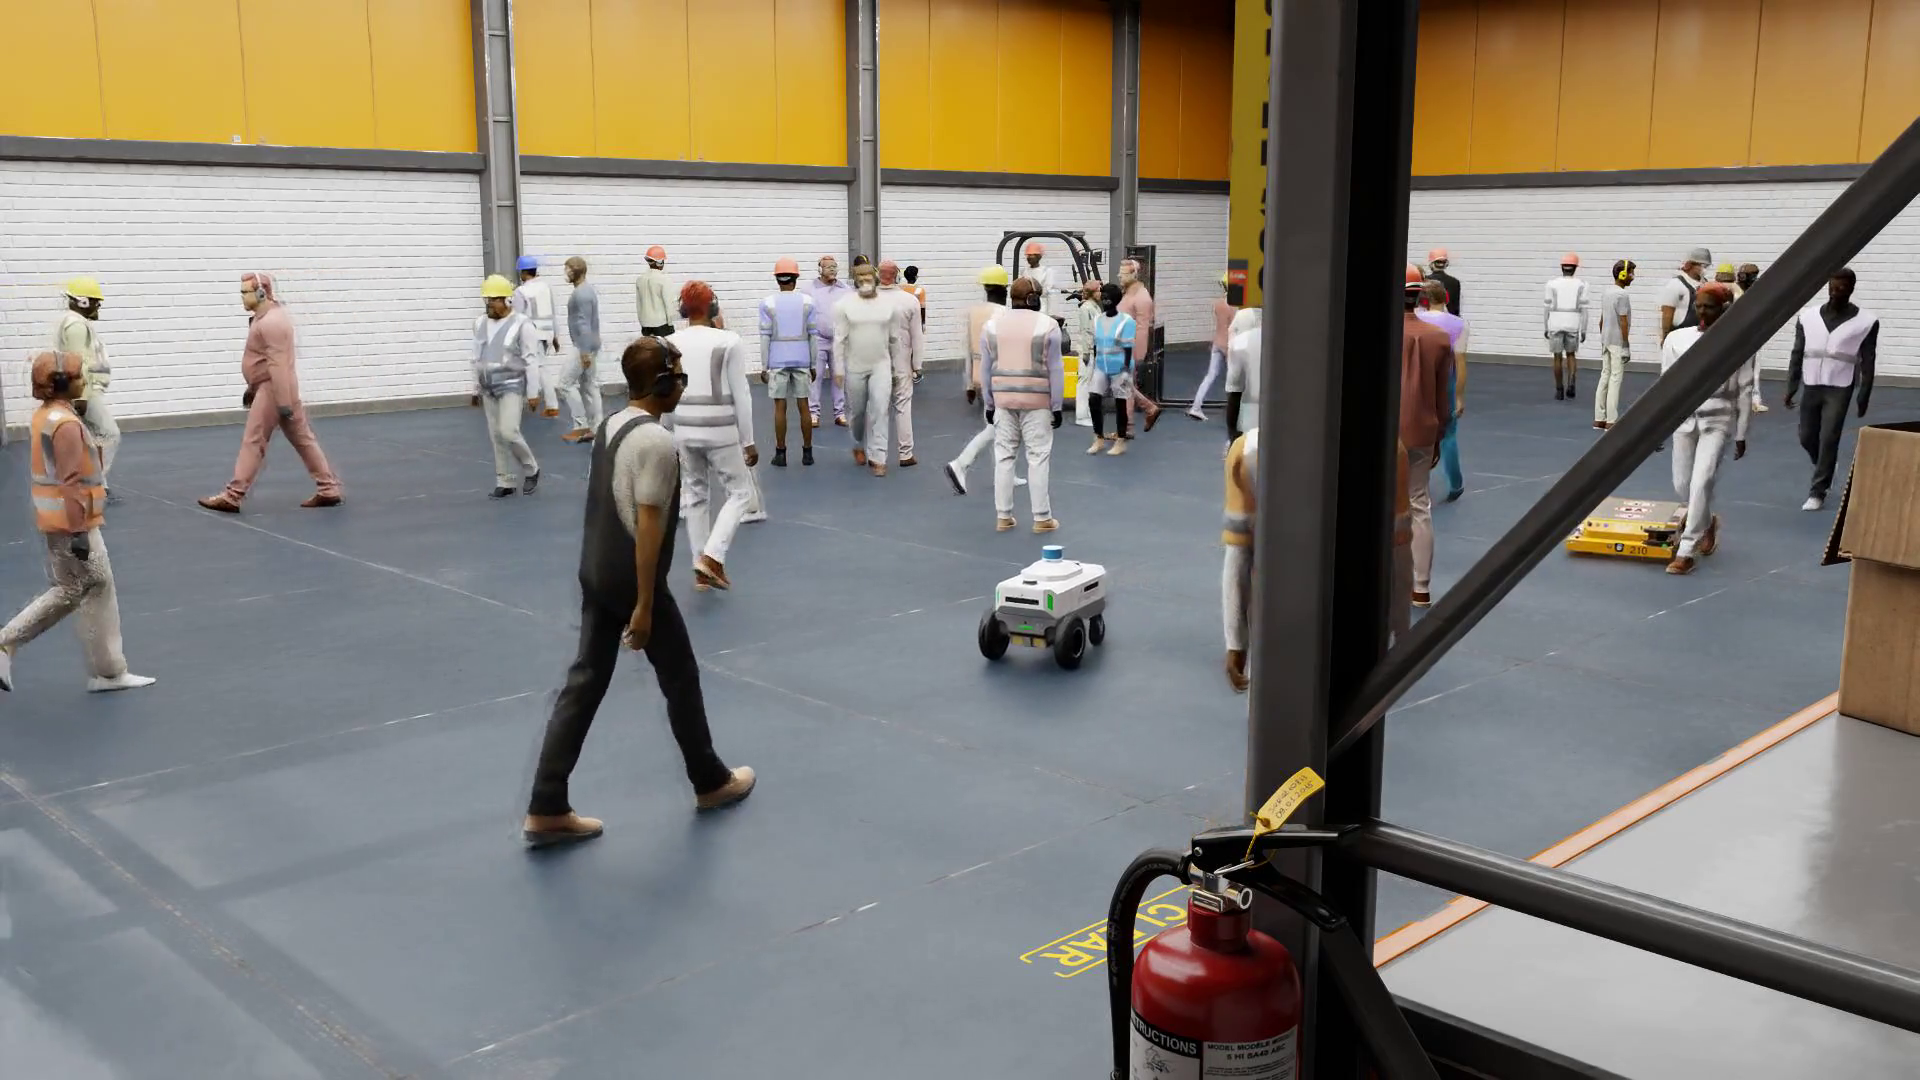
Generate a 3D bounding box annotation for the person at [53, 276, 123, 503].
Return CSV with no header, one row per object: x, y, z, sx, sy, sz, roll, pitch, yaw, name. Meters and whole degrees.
-6.901,-1.179,13.199,0.516,1.808,0.608,-7,12,-32,person

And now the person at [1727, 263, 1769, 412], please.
9.522,-2.490,20.405,0.627,1.805,0.941,-3,11,-16,person

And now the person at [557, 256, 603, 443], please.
-3.933,-1.933,17.016,0.590,1.918,0.652,-2,11,-10,person

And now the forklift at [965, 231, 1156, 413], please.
1.222,-2.721,20.561,2.313,2.155,1.214,2,11,13,forklift

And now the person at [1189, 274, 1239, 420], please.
3.062,-2.221,19.161,0.912,1.730,0.527,-5,11,-25,person

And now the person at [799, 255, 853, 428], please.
-1.471,-2.210,18.549,0.643,1.913,0.410,-4,11,-20,person

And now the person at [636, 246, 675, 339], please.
-3.917,-2.799,21.531,0.608,1.995,0.377,7,12,33,person

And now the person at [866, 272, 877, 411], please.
-1.044,-2.464,20.398,0.526,1.750,0.509,6,12,31,person

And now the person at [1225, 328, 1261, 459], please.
1.948,-0.664,10.127,0.616,1.916,0.979,6,12,31,person

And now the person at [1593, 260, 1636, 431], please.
7.179,-2.120,18.192,0.327,1.865,0.519,-1,10,-8,person

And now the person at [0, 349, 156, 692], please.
-4.156,-0.063,7.640,0.644,1.622,0.520,-8,13,-38,person

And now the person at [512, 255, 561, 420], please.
-5.037,-2.363,19.403,0.970,1.892,0.641,5,11,24,person

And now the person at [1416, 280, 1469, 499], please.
3.741,-1.161,13.194,0.562,1.777,0.977,6,12,29,person

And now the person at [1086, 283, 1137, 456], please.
1.440,-1.624,15.990,0.540,1.674,0.532,8,13,37,person

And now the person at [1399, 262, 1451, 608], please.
2.491,-0.585,9.492,0.619,1.985,0.406,-4,11,-19,person

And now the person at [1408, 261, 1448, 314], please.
3.888,-1.446,14.391,0.634,1.920,0.767,1,10,7,person

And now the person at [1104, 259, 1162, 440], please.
1.813,-1.986,17.391,0.603,1.885,0.655,-2,11,-12,person

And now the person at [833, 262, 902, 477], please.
-0.835,-1.557,15.029,0.630,1.907,0.903,-2,11,-8,person

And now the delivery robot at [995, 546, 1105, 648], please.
0.468,0.272,8.462,0.477,0.478,0.707,5,12,27,delivery robot

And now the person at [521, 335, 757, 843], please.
-1.174,0.170,5.928,0.963,1.784,0.508,-10,14,-42,person

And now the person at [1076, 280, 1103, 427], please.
1.461,-2.095,18.665,0.310,1.637,0.523,4,11,19,person

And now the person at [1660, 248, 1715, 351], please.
8.696,-2.485,19.697,0.681,2.000,1.021,-6,12,-31,person

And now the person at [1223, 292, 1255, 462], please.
2.640,-1.613,15.715,0.328,1.760,0.523,2,11,13,person

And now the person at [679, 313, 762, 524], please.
-1.864,-0.899,12.249,0.838,1.592,0.526,-1,10,-7,person

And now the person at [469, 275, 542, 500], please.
-3.685,-1.217,13.400,0.606,1.821,0.410,5,12,28,person

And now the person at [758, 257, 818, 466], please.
-1.592,-1.643,15.412,0.547,1.928,0.385,-3,11,-14,person

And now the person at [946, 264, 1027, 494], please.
0.230,-1.339,13.854,0.849,1.897,0.590,-6,12,-32,person

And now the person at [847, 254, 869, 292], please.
-1.300,-2.907,22.453,0.511,1.877,0.315,9,14,40,person

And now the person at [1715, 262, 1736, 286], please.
10.932,-3.099,23.855,0.487,1.743,0.315,-8,13,-37,person

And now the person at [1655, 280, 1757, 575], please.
4.781,-0.736,10.687,0.582,1.856,0.860,10,14,43,person

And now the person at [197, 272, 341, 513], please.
-5.345,-1.132,12.848,1.022,1.846,0.648,-3,11,-15,person

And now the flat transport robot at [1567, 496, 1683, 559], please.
4.673,-0.105,11.548,0.652,0.197,1.431,6,12,28,flat transport robot

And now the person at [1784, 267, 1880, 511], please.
6.850,-1.195,13.057,0.782,1.895,0.598,-10,14,-43,person

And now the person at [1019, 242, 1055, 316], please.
1.120,-3.434,24.899,0.621,2.031,0.474,7,12,33,person

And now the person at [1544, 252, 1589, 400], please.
7.849,-2.770,21.608,0.539,1.915,0.433,3,11,14,person

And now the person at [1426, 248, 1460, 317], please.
6.041,-2.733,21.261,0.662,1.951,0.944,-2,11,-9,person

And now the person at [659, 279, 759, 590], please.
-1.501,-0.599,9.853,0.638,1.873,0.549,3,11,18,person

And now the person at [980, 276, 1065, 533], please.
0.461,-0.968,11.980,0.625,1.839,0.430,5,11,24,person

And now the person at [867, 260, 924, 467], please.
-0.657,-1.624,15.372,0.655,1.904,0.407,1,10,5,person

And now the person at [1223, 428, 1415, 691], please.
1.128,0.240,5.214,0.574,1.889,0.946,4,11,19,person

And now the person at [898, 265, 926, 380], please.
-0.734,-3.204,24.580,0.530,1.689,0.322,5,11,24,person
